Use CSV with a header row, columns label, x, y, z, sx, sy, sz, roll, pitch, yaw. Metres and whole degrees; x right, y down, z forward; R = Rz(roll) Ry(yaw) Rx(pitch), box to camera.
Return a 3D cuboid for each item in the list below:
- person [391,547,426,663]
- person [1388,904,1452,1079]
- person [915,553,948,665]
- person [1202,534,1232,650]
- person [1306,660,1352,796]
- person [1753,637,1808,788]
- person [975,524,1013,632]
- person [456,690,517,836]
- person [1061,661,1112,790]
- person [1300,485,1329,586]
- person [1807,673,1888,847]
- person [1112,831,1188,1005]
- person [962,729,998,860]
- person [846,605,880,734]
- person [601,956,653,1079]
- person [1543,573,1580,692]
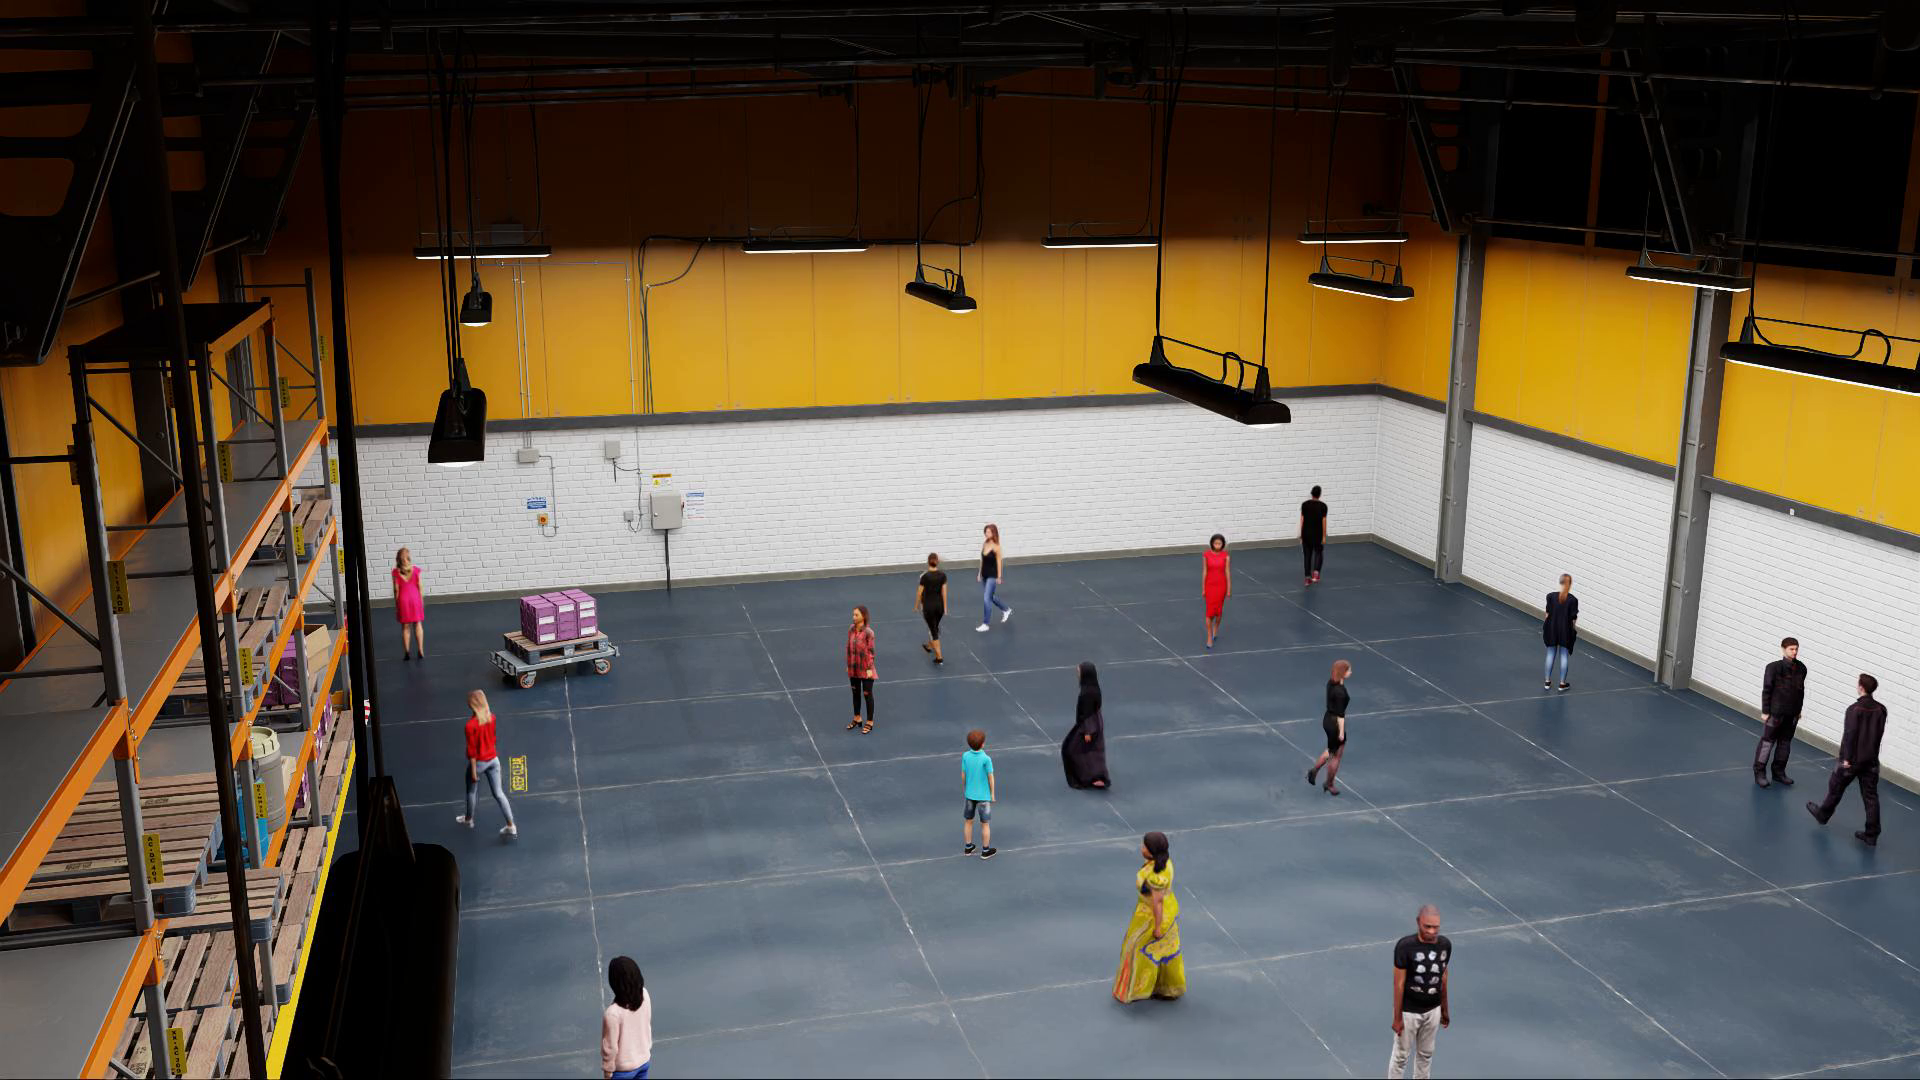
label,x,y,z,sx,sy,sz,roll,pitch,yaw
person,-8.183,0.944,24.712,0.576,1.728,0.541,-4,14,-17
person,3.621,3.705,13.150,0.652,1.803,0.590,-4,14,-16
person,-0.372,1.039,24.535,0.756,1.626,1.140,-7,15,-27
person,3.937,0.749,25.537,0.820,1.718,1.016,2,14,8
person,4.315,2.217,19.531,0.716,1.691,0.686,-2,14,-8
person,9.842,2.046,19.927,0.728,1.838,0.570,-3,14,-11
person,0.547,0.576,26.302,0.855,1.694,1.045,-9,16,-33
person,-5.204,2.513,18.381,1.201,1.658,1.120,8,16,31
person,1.595,2.214,19.727,0.982,1.605,0.937,5,15,20
person,6.103,-0.057,28.819,0.784,1.741,0.827,5,14,19
person,9.919,2.440,18.243,0.768,1.865,1.201,-2,14,-9
person,1.840,3.384,14.827,1.037,1.638,0.999,3,14,12
person,0.190,2.723,17.958,0.595,1.449,0.645,7,15,25
person,-1.289,1.673,21.753,0.675,1.704,0.762,11,17,37
person,-2.458,3.913,12.361,0.767,1.769,0.720,9,16,32
person,8.446,1.281,23.421,0.706,1.680,0.777,9,16,32
